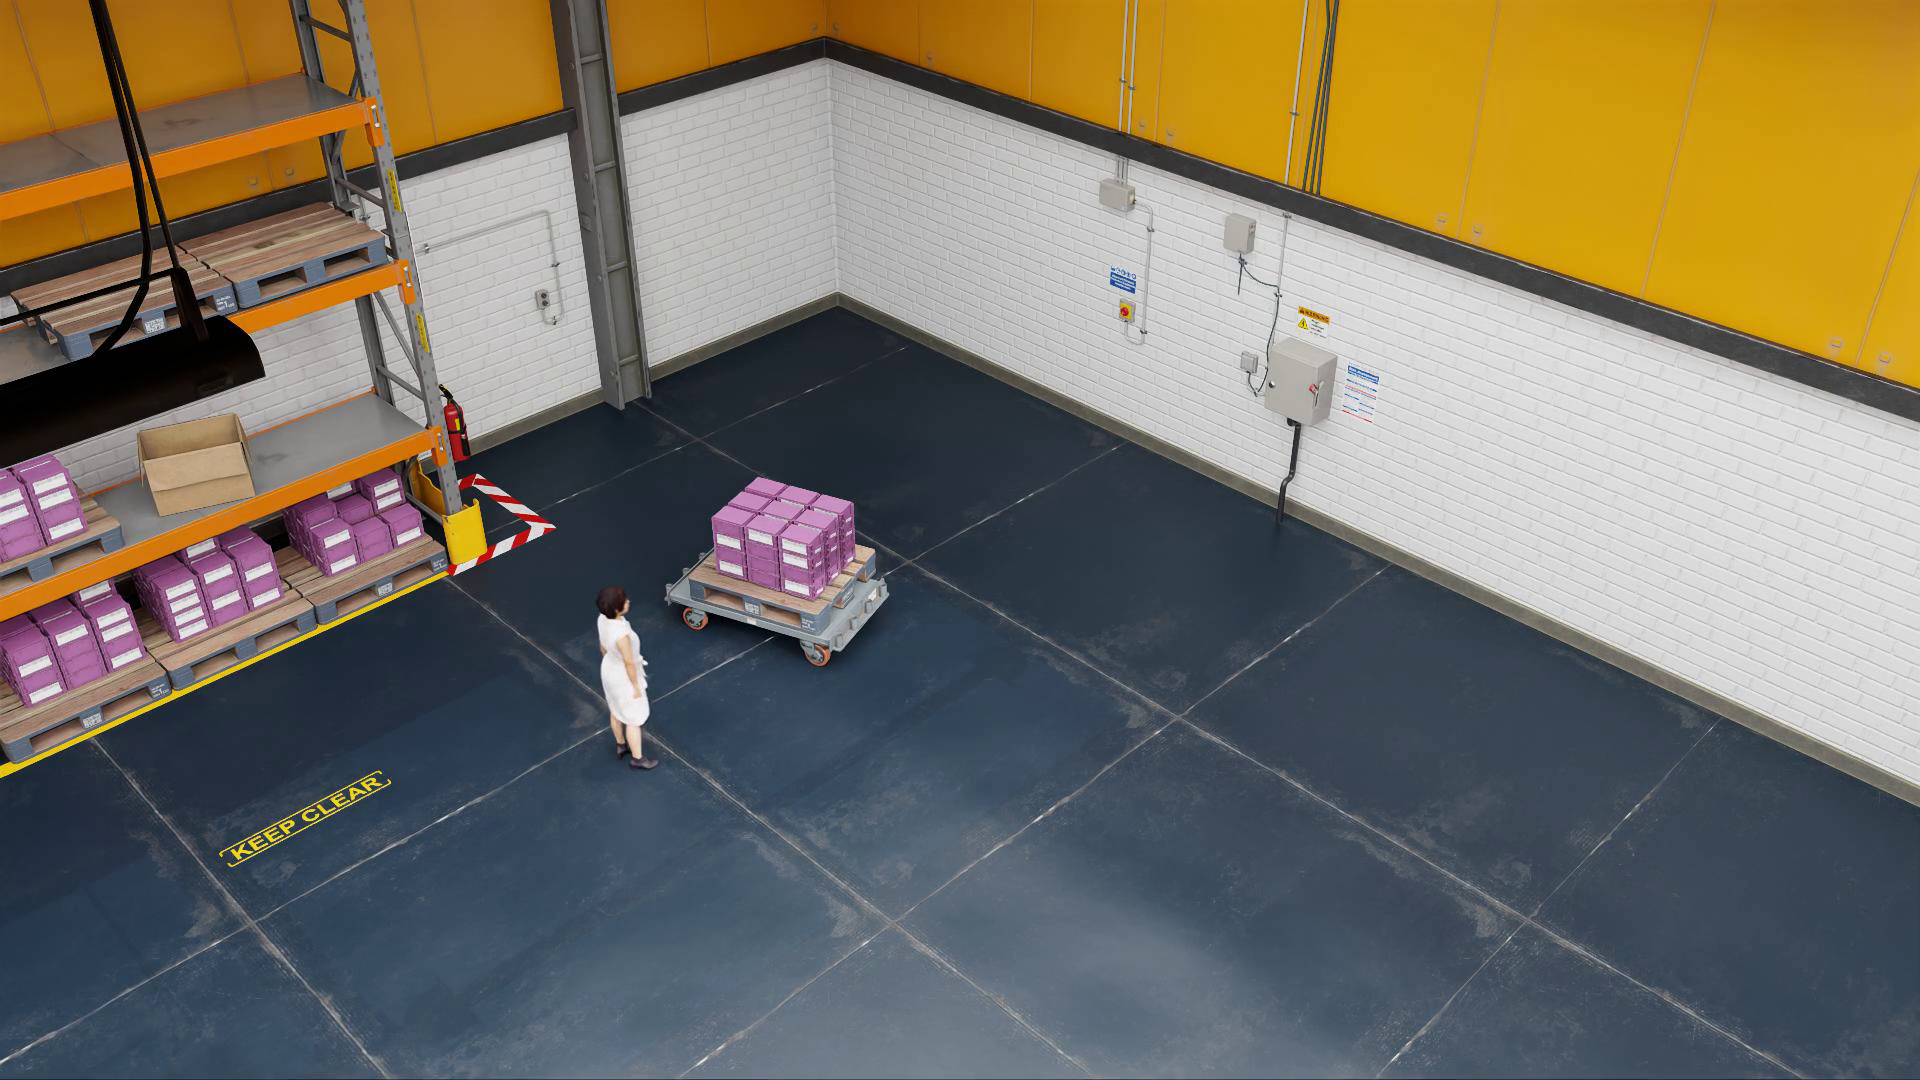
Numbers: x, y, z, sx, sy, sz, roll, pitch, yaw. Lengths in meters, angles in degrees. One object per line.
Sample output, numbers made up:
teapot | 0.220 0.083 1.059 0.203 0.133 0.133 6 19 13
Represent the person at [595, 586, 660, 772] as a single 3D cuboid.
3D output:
person | -2.426 0.986 11.935 0.544 1.556 0.574 -24 41 -32
